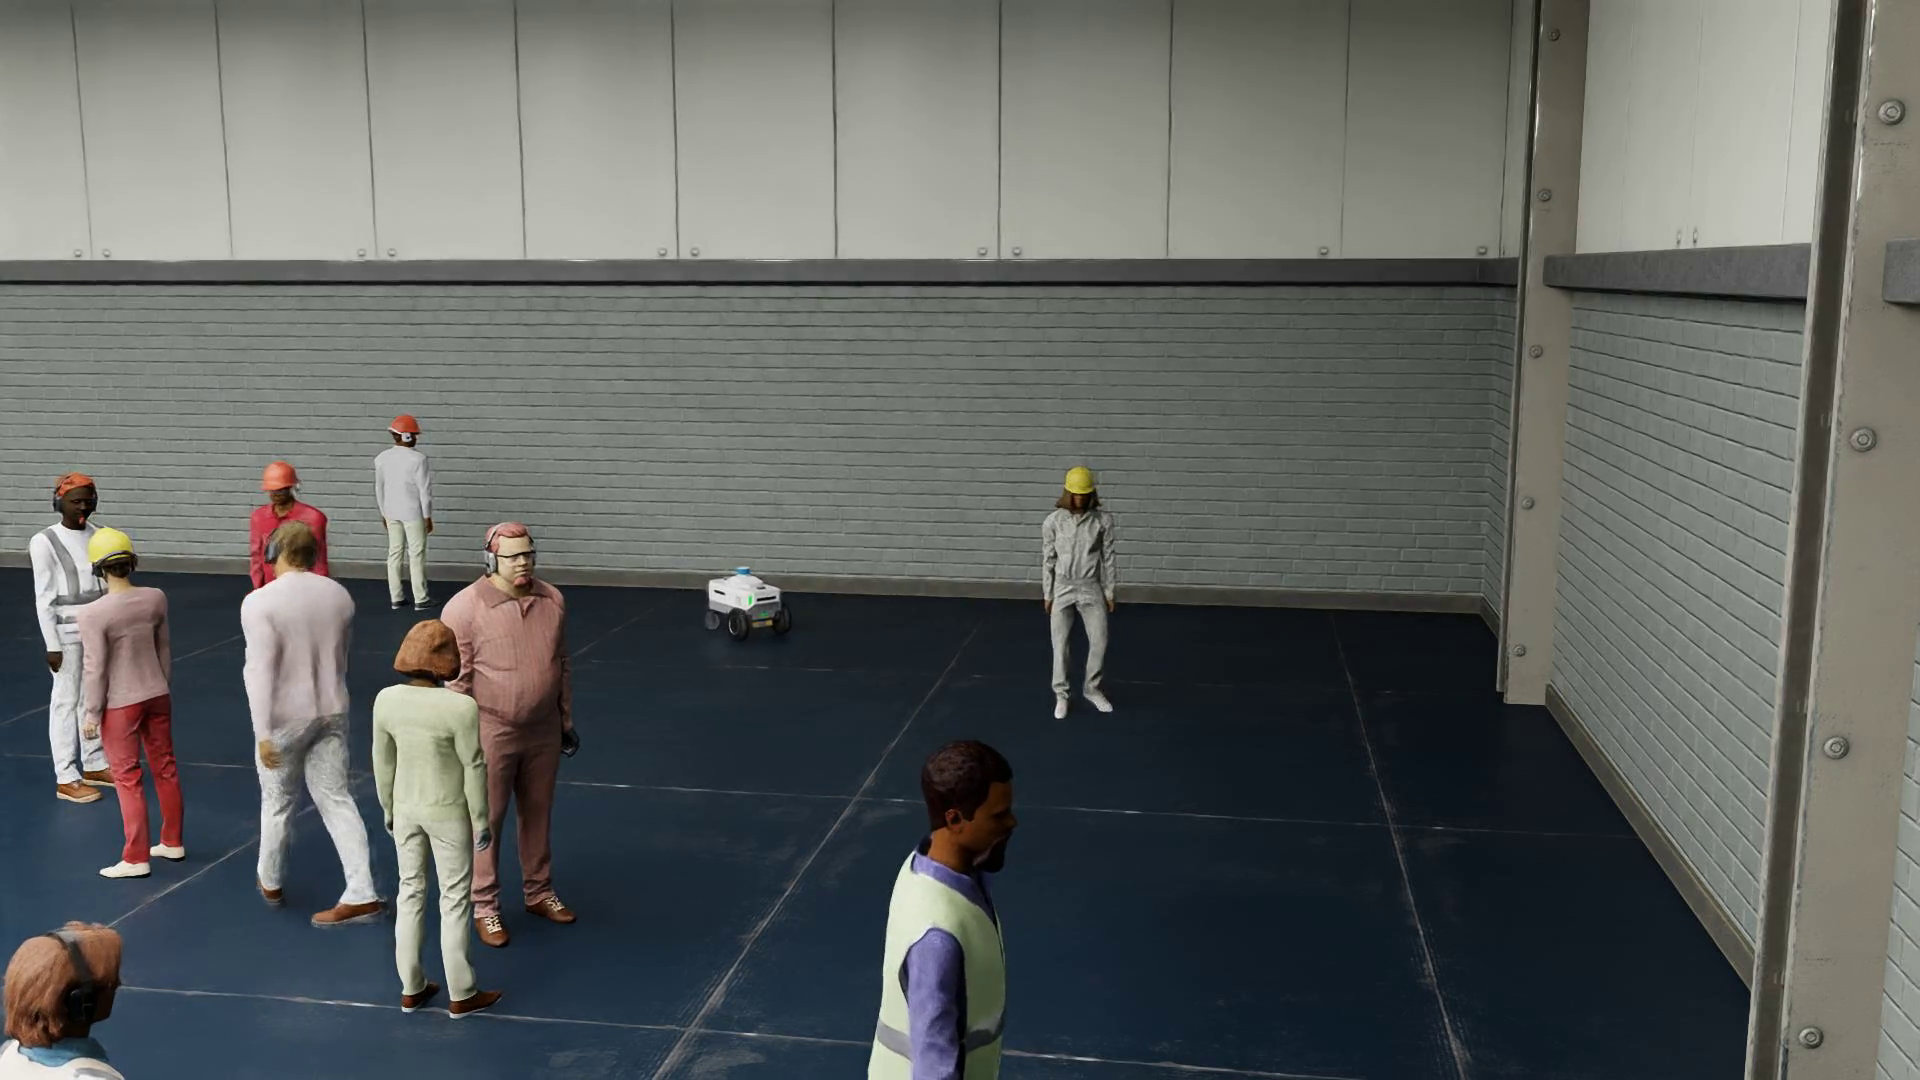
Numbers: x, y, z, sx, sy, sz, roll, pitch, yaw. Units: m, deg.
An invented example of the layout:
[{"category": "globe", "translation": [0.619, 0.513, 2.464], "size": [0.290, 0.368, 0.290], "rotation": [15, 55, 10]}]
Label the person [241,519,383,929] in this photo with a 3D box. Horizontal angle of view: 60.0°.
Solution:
[{"category": "person", "translation": [-3.072, 0.853, 7.792], "size": [0.861, 1.876, 0.657], "rotation": [6, 11, 34]}]

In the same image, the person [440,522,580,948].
[{"category": "person", "translation": [-2.018, 0.864, 7.576], "size": [0.406, 1.911, 0.636], "rotation": [8, 12, 42]}]

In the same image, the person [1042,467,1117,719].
[{"category": "person", "translation": [0.804, 0.356, 11.264], "size": [0.503, 1.734, 0.440], "rotation": [0, 9, 0]}]

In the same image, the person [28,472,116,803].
[{"category": "person", "translation": [-5.066, 0.549, 9.596], "size": [0.361, 1.882, 0.575], "rotation": [2, 9, 11]}]

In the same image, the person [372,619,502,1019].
[{"category": "person", "translation": [-2.138, 1.130, 6.783], "size": [0.506, 1.631, 0.277], "rotation": [3, 10, 18]}]

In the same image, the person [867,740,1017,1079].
[{"category": "person", "translation": [-0.051, 1.422, 4.146], "size": [0.384, 1.910, 0.587], "rotation": [0, 9, 0]}]

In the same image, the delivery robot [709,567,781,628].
[{"category": "delivery robot", "translation": [-1.800, 0.467, 13.895], "size": [0.477, 0.478, 0.707], "rotation": [-7, 12, -38]}]

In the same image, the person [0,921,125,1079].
[{"category": "person", "translation": [-1.901, 1.636, 3.641], "size": [0.513, 1.640, 0.307], "rotation": [6, 11, 35]}]

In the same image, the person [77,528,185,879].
[{"category": "person", "translation": [-4.169, 0.814, 8.330], "size": [0.329, 1.765, 0.525], "rotation": [3, 10, 20]}]

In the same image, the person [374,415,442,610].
[{"category": "person", "translation": [-4.954, -0.247, 14.912], "size": [0.564, 1.748, 0.339], "rotation": [4, 10, 21]}]

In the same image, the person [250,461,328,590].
[{"category": "person", "translation": [-4.618, 0.323, 11.432], "size": [0.562, 1.743, 0.356], "rotation": [1, 9, 8]}]
